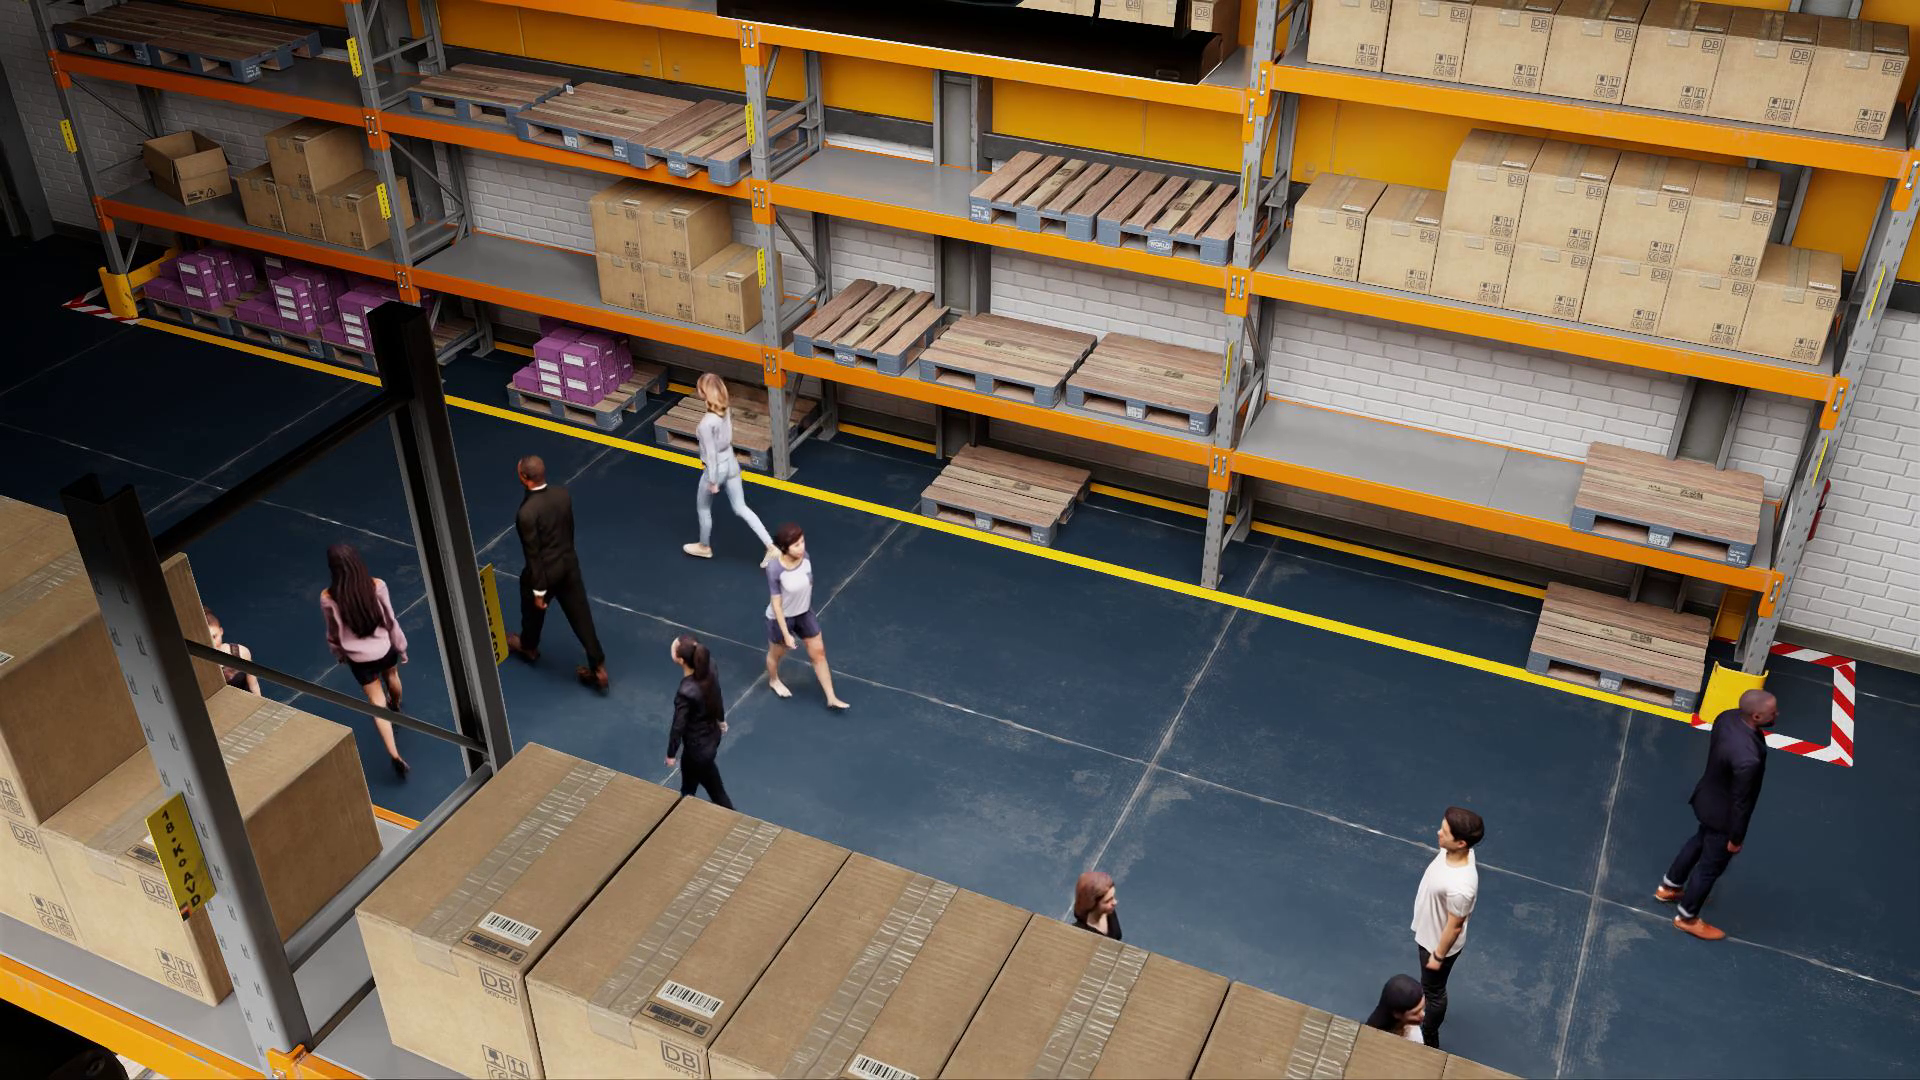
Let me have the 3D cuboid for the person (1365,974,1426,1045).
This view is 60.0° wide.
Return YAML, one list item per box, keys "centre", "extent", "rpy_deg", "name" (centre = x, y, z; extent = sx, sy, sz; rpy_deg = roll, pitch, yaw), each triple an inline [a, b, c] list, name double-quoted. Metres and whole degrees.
- centre: [2.021, 2.774, 8.342]
  extent: [1.202, 1.737, 0.761]
  rpy_deg: [22, 40, 30]
  name: "person"

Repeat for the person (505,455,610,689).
- centre: [-2.868, 0.271, 11.996]
  extent: [1.293, 1.860, 0.860]
  rpy_deg: [21, 39, 28]
  name: "person"

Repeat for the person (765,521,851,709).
- centre: [-1.269, 0.519, 11.922]
  extent: [0.784, 1.529, 1.019]
  rpy_deg: [-27, 42, -35]
  name: "person"

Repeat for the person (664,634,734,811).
- centre: [-1.561, 1.320, 10.570]
  extent: [0.861, 1.691, 0.673]
  rpy_deg: [10, 35, 14]
  name: "person"

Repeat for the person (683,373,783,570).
- centre: [-1.828, -0.514, 13.268]
  extent: [1.170, 1.759, 0.614]
  rpy_deg: [14, 36, 20]
  name: "person"

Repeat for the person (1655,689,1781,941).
- centre: [4.559, 1.616, 10.008]
  extent: [0.702, 1.820, 0.745]
  rpy_deg: [7, 34, 11]
  name: "person"

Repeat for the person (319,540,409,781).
- centre: [-3.954, 0.857, 11.205]
  extent: [1.103, 1.760, 1.175]
  rpy_deg: [-12, 35, -17]
  name: "person"

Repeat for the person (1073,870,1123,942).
- centre: [0.601, 2.395, 8.960]
  extent: [0.960, 1.684, 0.632]
  rpy_deg: [17, 37, 24]
  name: "person"

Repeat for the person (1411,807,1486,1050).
- centre: [2.688, 2.159, 9.279]
  extent: [0.627, 1.722, 0.680]
  rpy_deg: [5, 34, 8]
  name: "person"
